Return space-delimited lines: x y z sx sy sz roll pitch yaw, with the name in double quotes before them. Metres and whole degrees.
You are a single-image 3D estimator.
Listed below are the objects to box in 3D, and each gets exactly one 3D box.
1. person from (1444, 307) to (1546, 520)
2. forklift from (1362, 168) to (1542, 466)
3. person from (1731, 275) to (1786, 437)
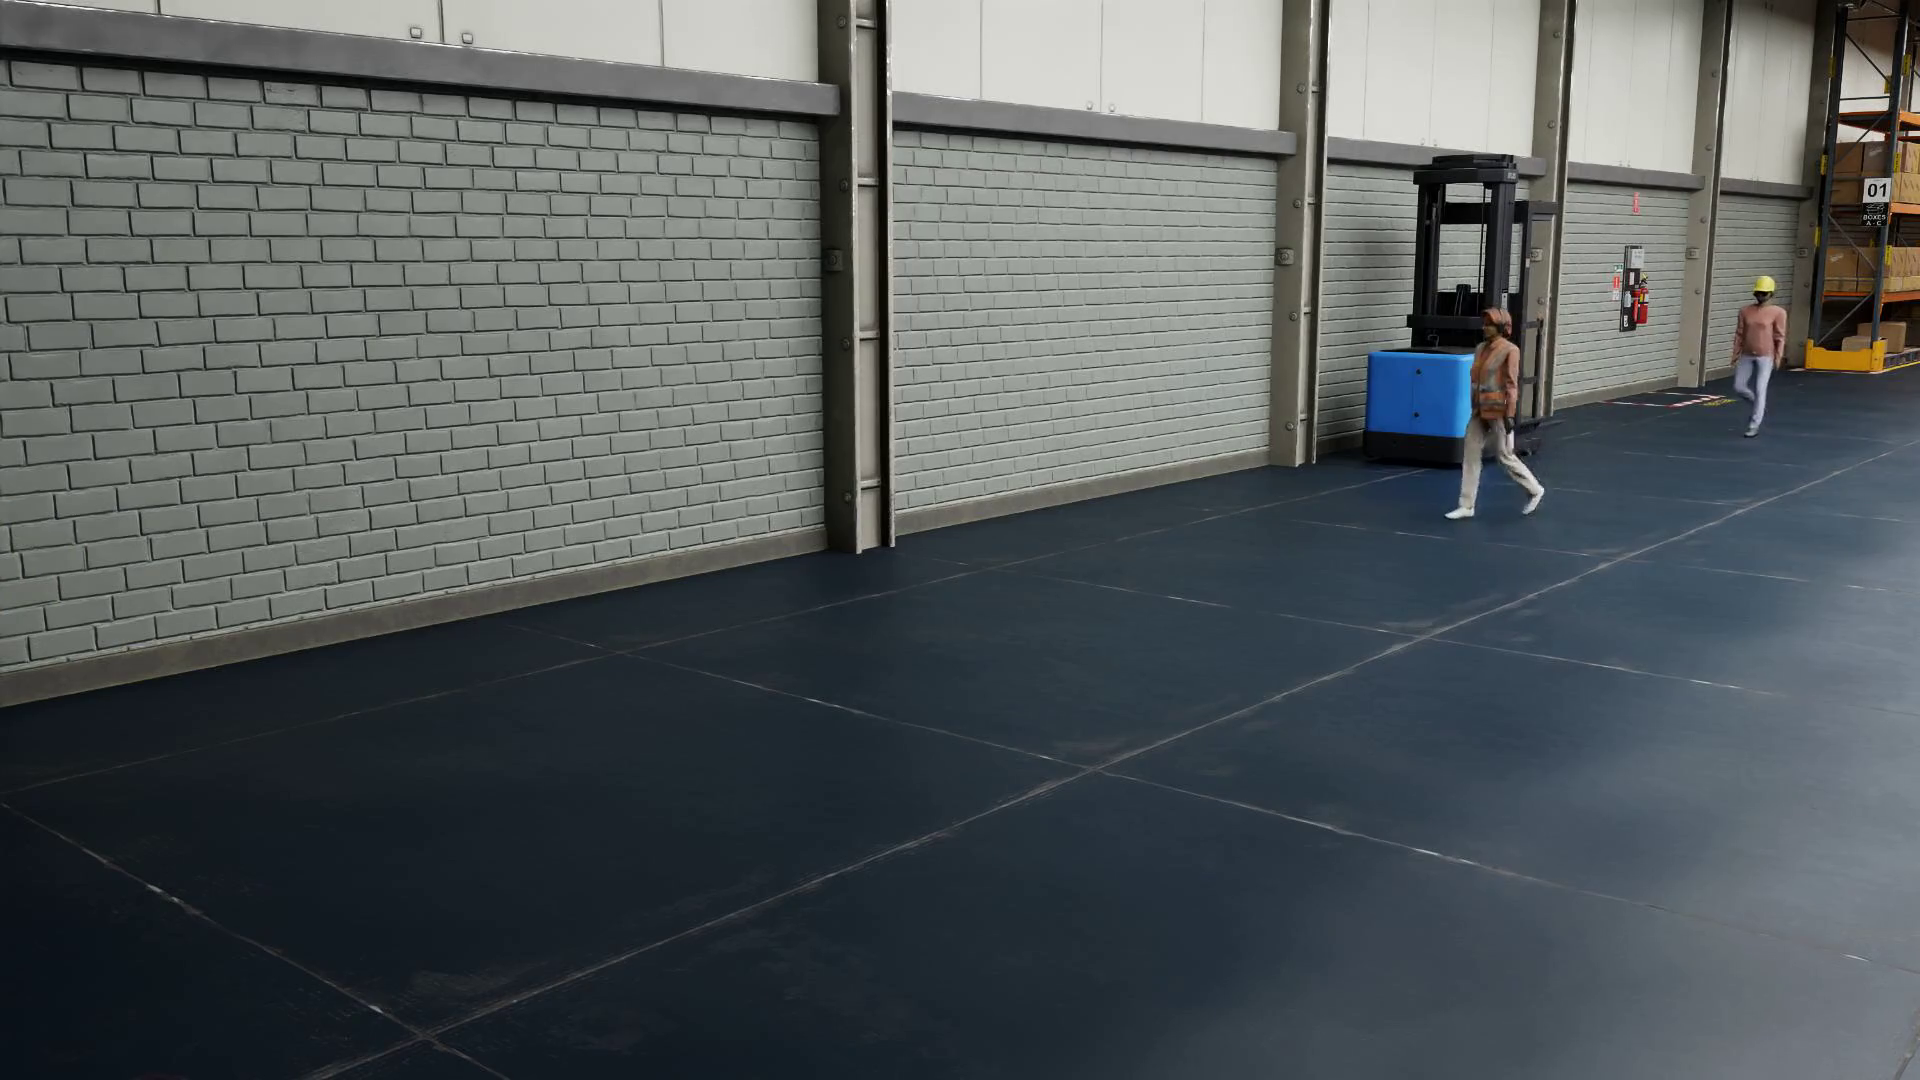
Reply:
"person" 4.108 -0.961 12.648 0.740 1.616 0.522 -3 10 -18
"forklift" 4.875 -2.212 16.287 1.129 2.768 1.873 8 13 40
"person" 8.764 -2.018 18.238 0.489 1.752 0.547 -8 13 -40
